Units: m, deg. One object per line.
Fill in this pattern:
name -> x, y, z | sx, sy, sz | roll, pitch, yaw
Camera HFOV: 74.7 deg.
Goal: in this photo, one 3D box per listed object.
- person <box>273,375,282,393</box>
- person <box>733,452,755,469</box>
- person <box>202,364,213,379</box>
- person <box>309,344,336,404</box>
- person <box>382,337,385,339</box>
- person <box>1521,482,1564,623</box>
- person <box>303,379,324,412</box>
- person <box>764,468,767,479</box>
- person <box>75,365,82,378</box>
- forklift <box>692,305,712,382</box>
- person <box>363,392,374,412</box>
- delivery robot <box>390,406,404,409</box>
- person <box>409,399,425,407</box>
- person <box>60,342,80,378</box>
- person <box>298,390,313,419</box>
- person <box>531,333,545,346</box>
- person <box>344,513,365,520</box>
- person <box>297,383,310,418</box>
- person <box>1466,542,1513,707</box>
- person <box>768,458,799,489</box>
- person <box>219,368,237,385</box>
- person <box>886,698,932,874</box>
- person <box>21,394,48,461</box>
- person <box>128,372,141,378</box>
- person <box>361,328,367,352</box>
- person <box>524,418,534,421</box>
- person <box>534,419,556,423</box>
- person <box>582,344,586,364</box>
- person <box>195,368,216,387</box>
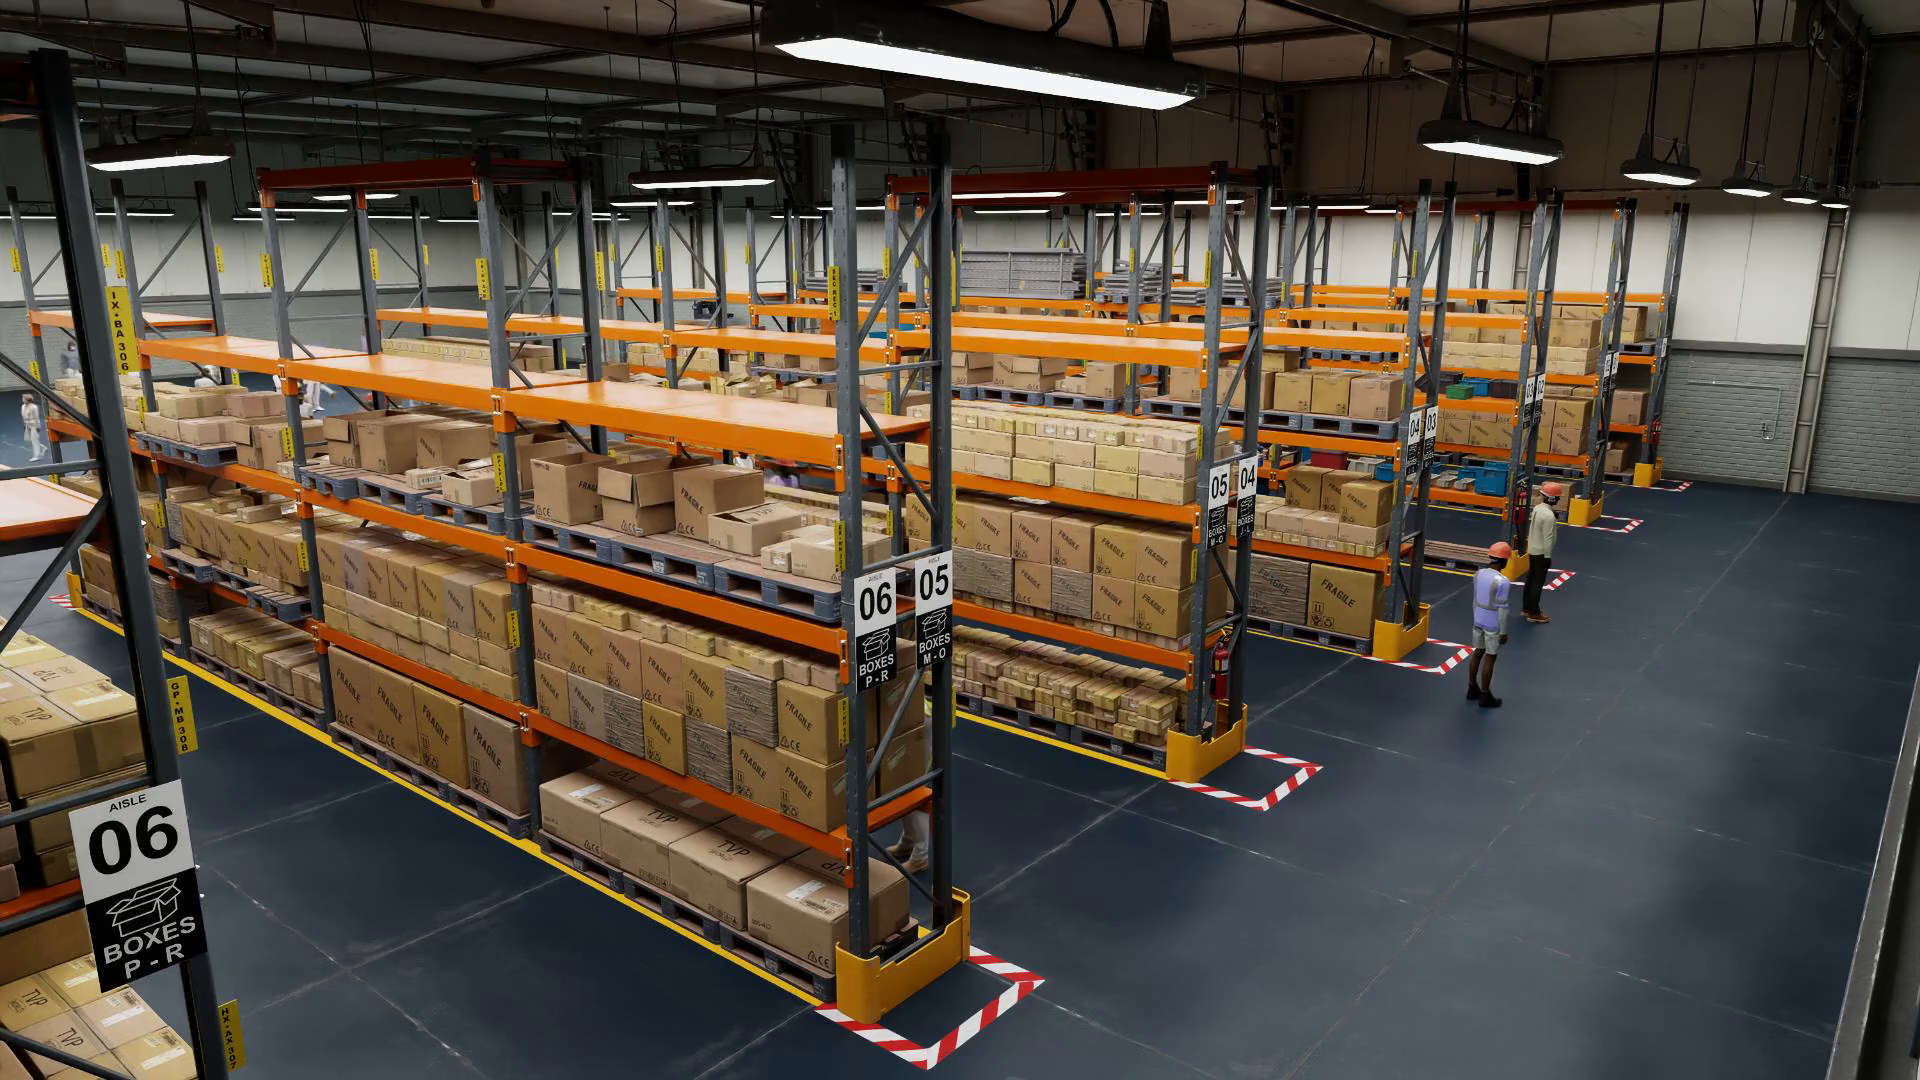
person -> -18.621, -3.921, 34.772 | 0.587, 1.913, 0.391 | -2, 14, -9
person -> -3.775, -0.814, 22.055 | 0.355, 1.883, 0.574 | 10, 17, 35
person -> -23.675, -4.990, 39.797 | 0.730, 1.612, 0.516 | -2, 14, -6
person -> -20.824, -5.418, 40.921 | 0.698, 1.926, 0.605 | -11, 17, -37
person -> -22.005, -7.032, 47.633 | 0.601, 1.879, 0.640 | 9, 16, 32
person -> 8.251, 0.161, 17.832 | 0.406, 1.986, 0.617 | 2, 14, 7
person -> -20.005, -4.924, 38.933 | 0.399, 1.903, 0.650 | 4, 14, 17
person -> -4.358, -1.821, 26.193 | 1.005, 1.898, 0.642 | 9, 16, 33
person -> -26.212, -4.492, 37.751 | 0.673, 1.614, 0.503 | 9, 17, 34
forklift -> -9.511, -7.392, 47.124 | 1.873, 2.768, 1.129 | 11, 17, 38
person -> -13.191, -2.343, 28.234 | 1.040, 1.949, 0.610 | 1, 14, 6
delivery robot -> -16.698, -3.943, 37.044 | 0.335, 0.223, 0.698 | 9, 16, 31
person -> -16.173, -4.472, 37.380 | 0.545, 1.745, 0.715 | -1, 14, -3
person -> -29.691, -5.701, 42.173 | 0.643, 1.889, 0.961 | -12, 18, -41
person -> -15.252, -2.547, 29.239 | 0.511, 1.865, 0.336 | -7, 15, -25
person -> -17.899, -8.423, 53.461 | 0.533, 1.822, 0.627 | 1, 14, 3
person -> -11.415, -1.173, 23.633 | 0.622, 1.838, 0.429 | -2, 14, -10
person -> -16.793, -3.150, 31.998 | 0.899, 1.712, 0.538 | 11, 17, 37
person -> 6.182, 0.965, 14.648 | 0.389, 1.929, 0.545 | -3, 14, -14
person -> -2.726, -0.367, 19.916 | 0.463, 2.022, 0.630 | 10, 17, 34
person -> -22.700, -4.964, 39.050 | 0.586, 1.919, 0.379 | 3, 14, 12
person -> -0.453, 1.940, 10.814 | 0.429, 1.839, 0.634 | -5, 14, -18
person -> -22.438, -2.739, 30.489 | 0.530, 1.626, 0.437 | 6, 15, 23
person -> -26.314, -5.205, 39.999 | 0.362, 1.939, 0.542 | 7, 15, 27
person -> -22.810, -7.272, 48.681 | 0.651, 1.863, 0.987 | 1, 14, 3
person -> -9.129, -1.932, 26.681 | 1.044, 1.886, 0.644 | -3, 14, -13
person -> -9.733, -2.520, 29.632 | 0.499, 1.609, 0.738 | -9, 16, -32
person -> -13.224, -6.391, 45.079 | 0.429, 1.846, 0.627 | 5, 15, 21
person -> -20.584, -3.792, 34.446 | 0.506, 1.818, 0.964 | -11, 17, -37
